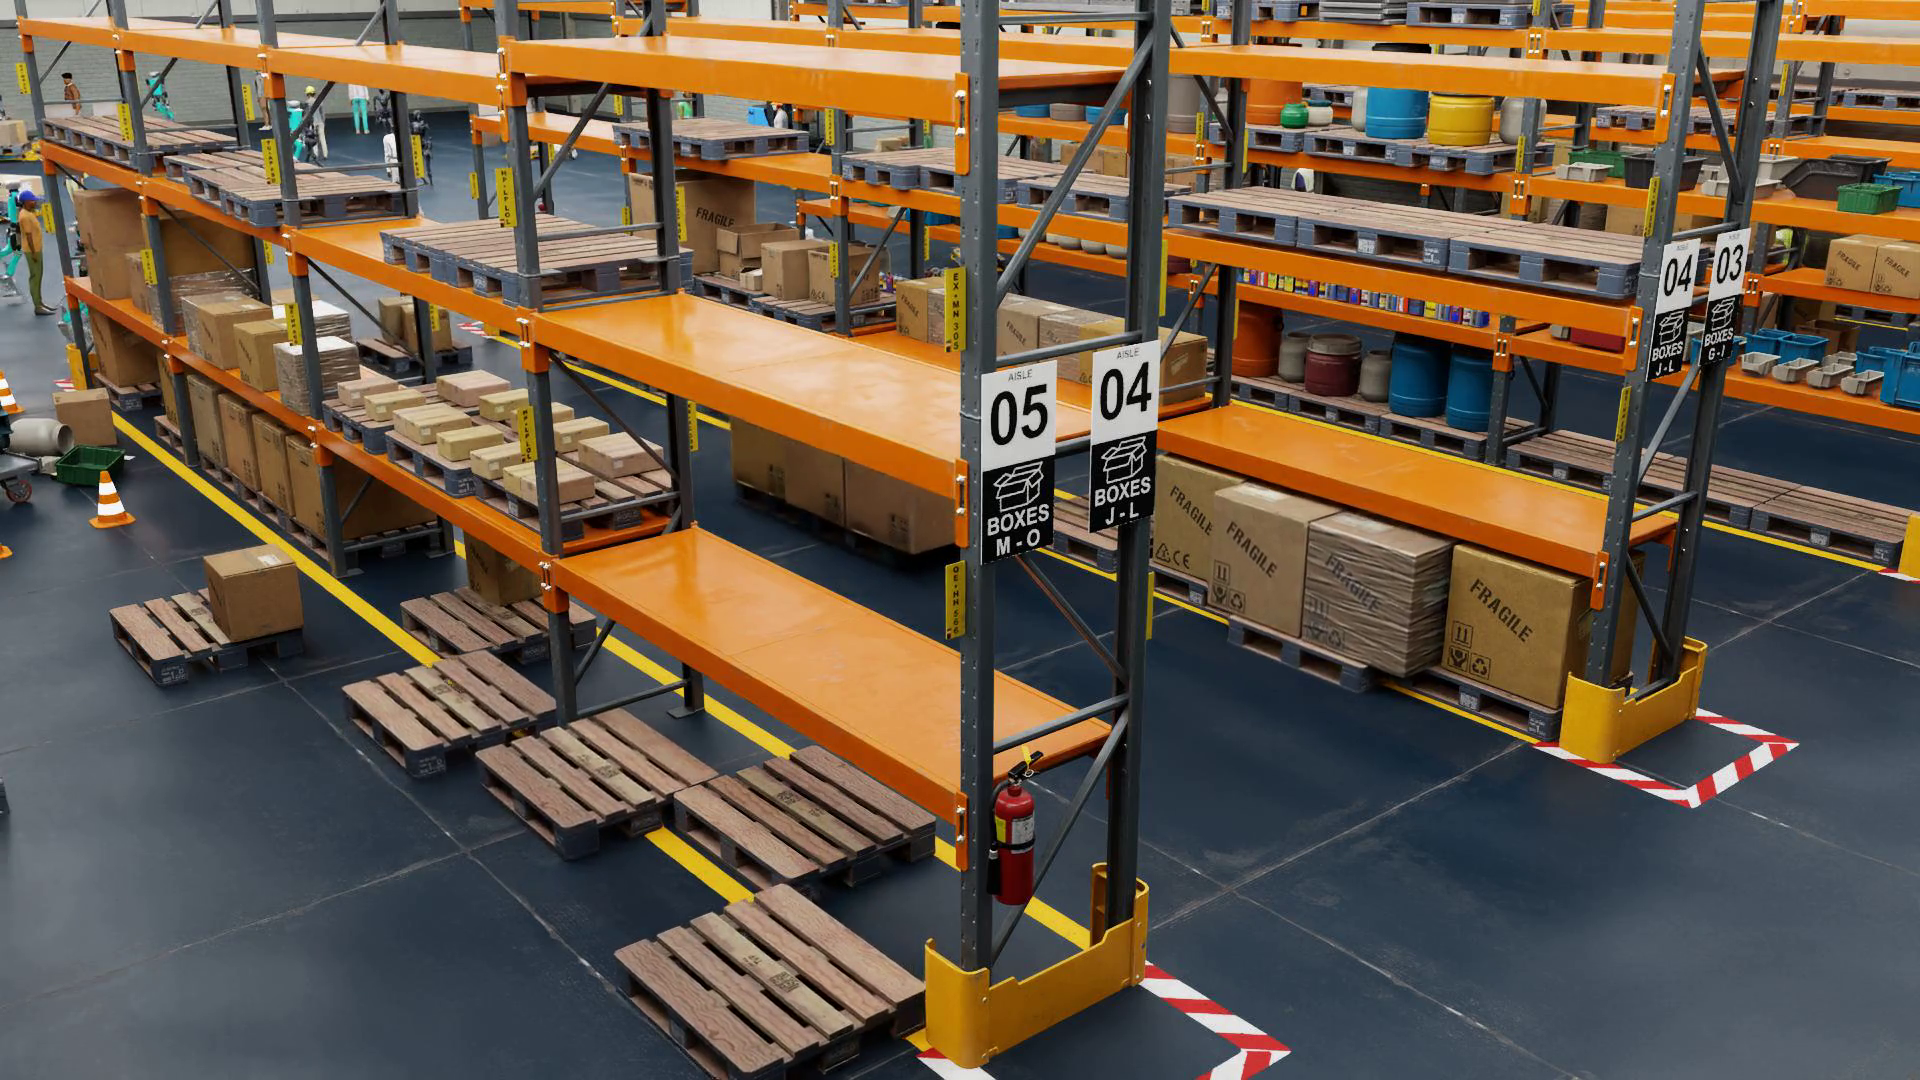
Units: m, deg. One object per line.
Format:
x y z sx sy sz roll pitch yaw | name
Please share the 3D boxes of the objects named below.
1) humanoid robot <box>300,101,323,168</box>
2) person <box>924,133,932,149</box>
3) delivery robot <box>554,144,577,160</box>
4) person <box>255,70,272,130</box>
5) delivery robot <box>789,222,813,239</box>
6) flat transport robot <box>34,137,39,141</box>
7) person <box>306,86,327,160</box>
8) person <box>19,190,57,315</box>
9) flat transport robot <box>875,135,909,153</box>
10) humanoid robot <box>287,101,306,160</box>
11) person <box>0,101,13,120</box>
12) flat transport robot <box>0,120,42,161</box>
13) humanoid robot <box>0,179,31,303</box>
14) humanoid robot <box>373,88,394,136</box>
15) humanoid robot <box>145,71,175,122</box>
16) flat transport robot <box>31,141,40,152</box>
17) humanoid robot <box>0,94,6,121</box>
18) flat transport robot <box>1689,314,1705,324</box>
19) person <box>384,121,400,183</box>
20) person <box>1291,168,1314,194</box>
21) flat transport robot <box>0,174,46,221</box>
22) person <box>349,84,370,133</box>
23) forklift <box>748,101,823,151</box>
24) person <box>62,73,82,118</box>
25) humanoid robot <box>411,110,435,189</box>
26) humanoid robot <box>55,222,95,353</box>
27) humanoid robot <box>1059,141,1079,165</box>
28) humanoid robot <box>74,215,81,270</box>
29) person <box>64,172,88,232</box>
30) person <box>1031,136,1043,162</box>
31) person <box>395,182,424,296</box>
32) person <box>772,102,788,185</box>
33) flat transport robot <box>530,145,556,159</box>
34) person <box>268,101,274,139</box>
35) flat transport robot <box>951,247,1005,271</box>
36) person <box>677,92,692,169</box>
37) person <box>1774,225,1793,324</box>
-15.037 -9.274 38.294 0.810 1.622 0.613 4 20 10 | humanoid robot
-0.782 -7.420 32.830 0.483 1.741 0.316 0 19 1 | person
-9.771 -9.567 40.755 0.499 0.610 0.788 7 21 19 | delivery robot
-20.019 -12.752 47.807 0.401 1.876 0.496 3 20 9 | person
-2.812 -4.981 27.708 0.816 0.612 0.499 -16 25 -38 | delivery robot
-23.853 -10.393 43.515 0.659 0.231 1.431 -10 22 -26 | flat transport robot
-15.762 -10.176 40.636 0.304 1.770 0.524 18 26 42 | person
-12.837 -4.001 23.137 0.370 1.717 0.449 -7 21 -20 | person
-1.375 -8.189 37.242 0.659 0.231 1.431 -8 21 -22 | flat transport robot
-14.825 -8.828 36.874 0.910 1.767 0.542 9 21 23 | humanoid robot
-23.727 -10.500 41.223 1.026 1.988 0.715 -16 25 -39 | person
-23.261 -9.365 40.587 1.431 0.231 0.659 -6 20 -15 | flat transport robot
-13.643 -4.192 23.724 0.802 1.838 0.561 -14 24 -34 | humanoid robot
-14.765 -10.891 42.825 0.615 1.633 0.521 -4 20 -11 | humanoid robot
-22.164 -12.173 46.439 0.559 1.819 0.896 4 20 10 | humanoid robot
-24.117 -10.093 42.662 1.431 0.231 0.659 2 19 7 | flat transport robot
-23.652 -10.238 40.840 0.534 1.788 0.683 -5 20 -14 | humanoid robot
10.032 -2.951 22.336 0.659 0.231 1.431 -14 24 -35 | flat transport robot
-10.585 -7.039 31.556 0.574 1.877 0.340 -5 20 -14 | person
5.539 -5.417 26.978 0.374 1.840 0.569 9 21 24 | person
-18.166 -6.172 31.501 0.659 0.231 1.431 7 20 18 | flat transport robot
-16.916 -12.422 46.841 0.510 1.898 0.401 -2 19 -5 | person
-4.526 -11.368 42.374 1.129 2.768 1.873 -15 24 -37 | forklift
-23.579 -11.491 44.246 0.775 1.856 0.396 16 25 38 | person
-11.504 -8.390 35.701 0.593 1.647 0.416 9 21 24 | humanoid robot
-10.817 -3.026 20.377 0.796 1.810 0.545 -1 19 -2 | humanoid robot
2.283 -7.708 33.693 0.770 1.811 0.540 -13 23 -33 | humanoid robot
-11.946 -3.845 22.758 0.396 1.637 0.591 -7 20 -19 | humanoid robot
-15.936 -6.482 29.938 0.546 1.891 0.383 15 24 36 | person
1.506 -6.862 31.291 0.562 1.721 0.749 -13 23 -32 | person
-7.515 -3.908 22.583 0.612 1.913 1.016 8 21 23 | person
-3.905 -8.693 36.246 0.377 1.890 0.570 2 19 6 | person
-10.532 -9.678 41.478 0.659 0.231 1.431 11 22 28 | flat transport robot
-18.495 -11.622 44.856 0.321 1.695 0.536 -8 21 -22 | person
0.290 -4.514 26.784 0.659 0.231 1.431 -3 20 -9 | flat transport robot
-6.256 -9.411 38.148 0.403 1.978 0.482 9 21 24 | person
10.691 -3.527 21.851 0.536 1.667 0.616 -10 22 -27 | person
